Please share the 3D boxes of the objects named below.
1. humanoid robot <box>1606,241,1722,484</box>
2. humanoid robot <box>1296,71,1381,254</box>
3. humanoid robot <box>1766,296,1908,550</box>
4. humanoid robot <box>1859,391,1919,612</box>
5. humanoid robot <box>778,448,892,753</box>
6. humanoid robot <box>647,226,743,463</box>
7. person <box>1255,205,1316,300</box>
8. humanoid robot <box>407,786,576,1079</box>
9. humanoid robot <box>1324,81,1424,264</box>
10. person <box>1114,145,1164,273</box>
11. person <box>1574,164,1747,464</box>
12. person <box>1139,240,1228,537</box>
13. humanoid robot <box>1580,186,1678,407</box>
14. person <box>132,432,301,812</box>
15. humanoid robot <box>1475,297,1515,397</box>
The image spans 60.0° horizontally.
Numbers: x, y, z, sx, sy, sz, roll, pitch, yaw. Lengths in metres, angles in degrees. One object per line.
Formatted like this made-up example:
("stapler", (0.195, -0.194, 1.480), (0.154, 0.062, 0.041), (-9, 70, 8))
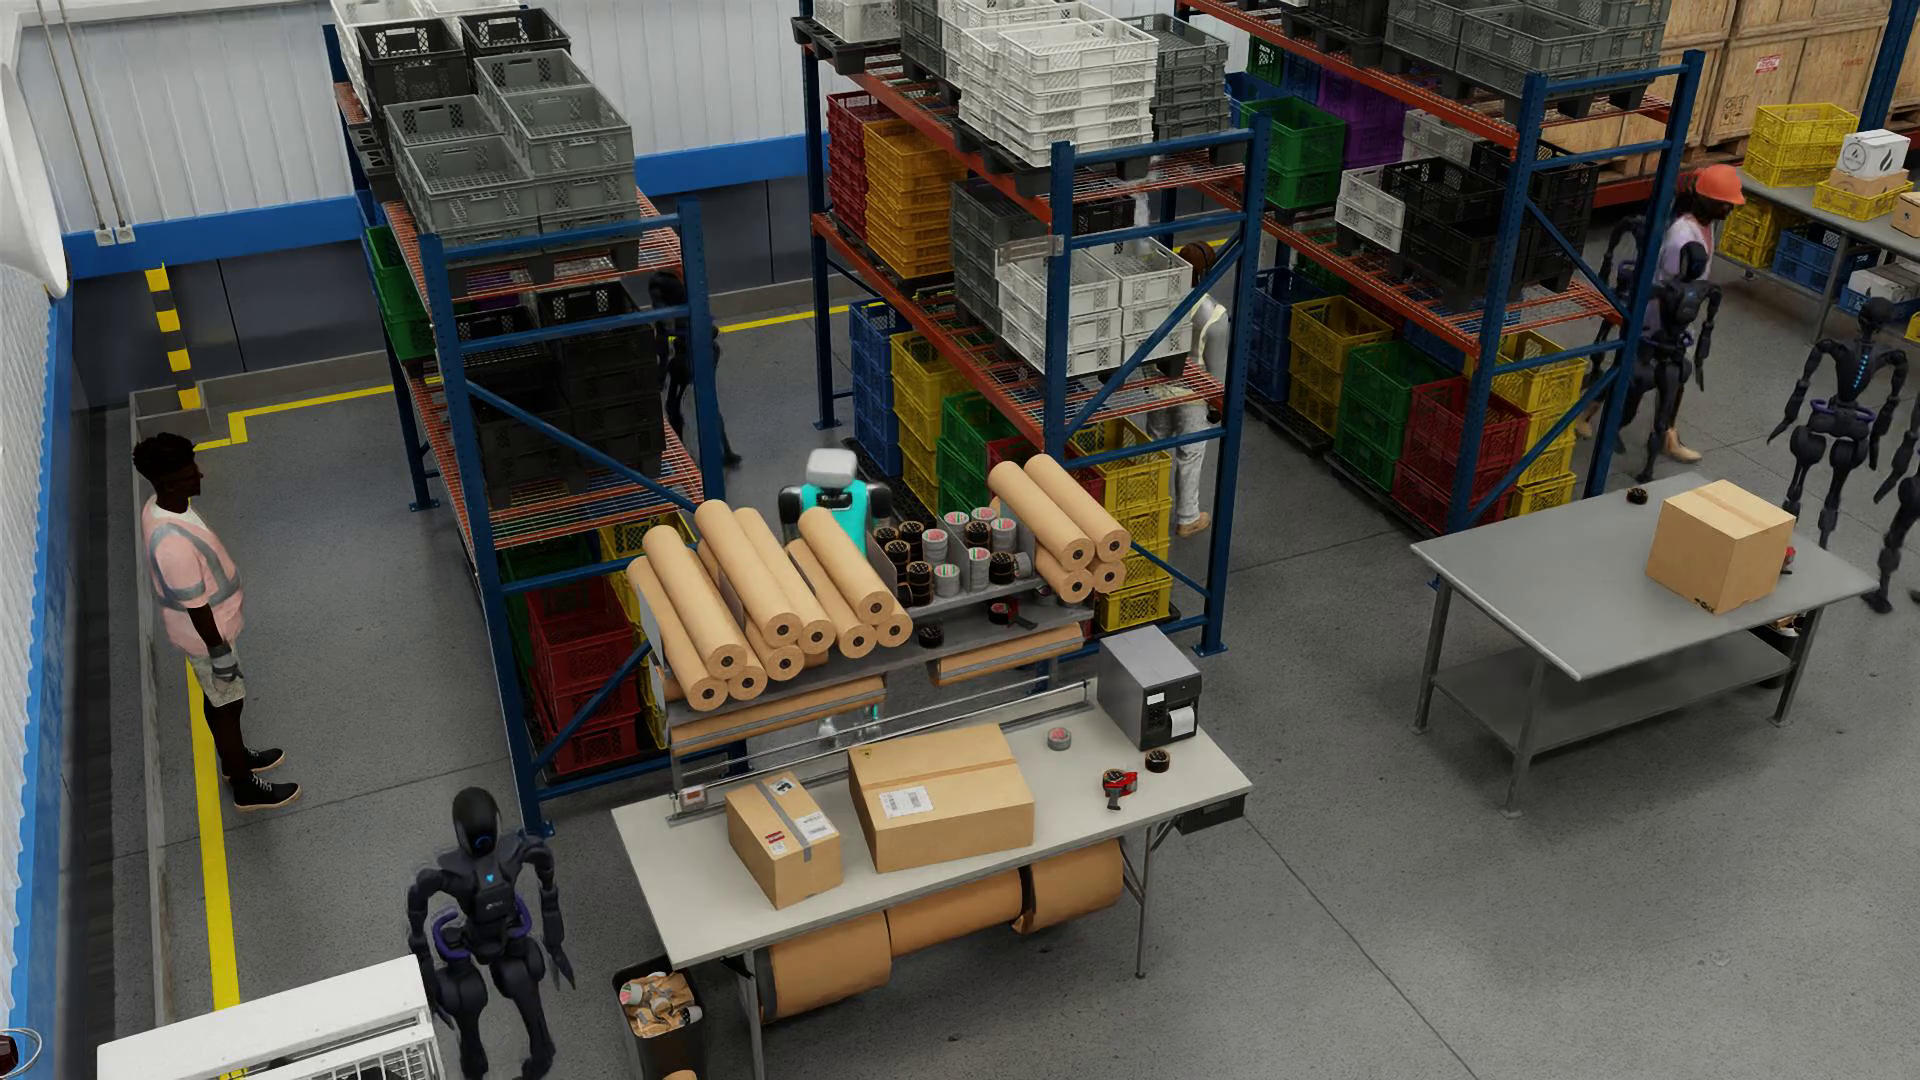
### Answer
("humanoid robot", (4.439, -1.162, 10.568), (0.609, 1.620, 0.771), (-2, 32, -4))
("humanoid robot", (3.057, -3.152, 13.717), (0.891, 1.775, 0.578), (5, 32, 8))
("humanoid robot", (5.040, -0.607, 9.624), (0.607, 1.638, 0.451), (10, 33, 15))
("humanoid robot", (5.418, -0.339, 9.183), (0.609, 1.645, 0.380), (-1, 32, -1))
("humanoid robot", (-0.548, 0.534, 7.807), (0.540, 1.894, 0.743), (-2, 32, -3))
("humanoid robot", (-1.712, -1.218, 10.616), (0.549, 1.631, 0.589), (13, 34, 20))
("person", (2.490, -2.691, 12.845), (0.589, 1.836, 0.404), (-3, 32, -4))
("humanoid robot", (-1.735, 1.553, 6.098), (0.598, 1.642, 0.388), (-20, 37, -29))
("humanoid robot", (3.208, -2.756, 13.031), (0.946, 1.737, 0.541), (12, 34, 19))
("person", (1.470, -3.047, 13.424), (0.342, 1.866, 0.604), (-11, 33, -18))
("person", (4.528, -1.471, 10.706), (0.816, 2.015, 0.606), (24, 39, 33))
("person", (1.334, -0.906, 9.955), (0.431, 1.835, 0.622), (-27, 41, -36))
("humanoid robot", (4.639, -1.689, 11.379), (0.608, 1.645, 0.465), (12, 33, 18))
("person", (-3.485, 0.387, 7.724), (0.368, 1.966, 0.602), (-17, 35, -25))
("humanoid robot", (3.657, -1.566, 11.183), (0.541, 1.863, 0.842), (-13, 34, -20))
